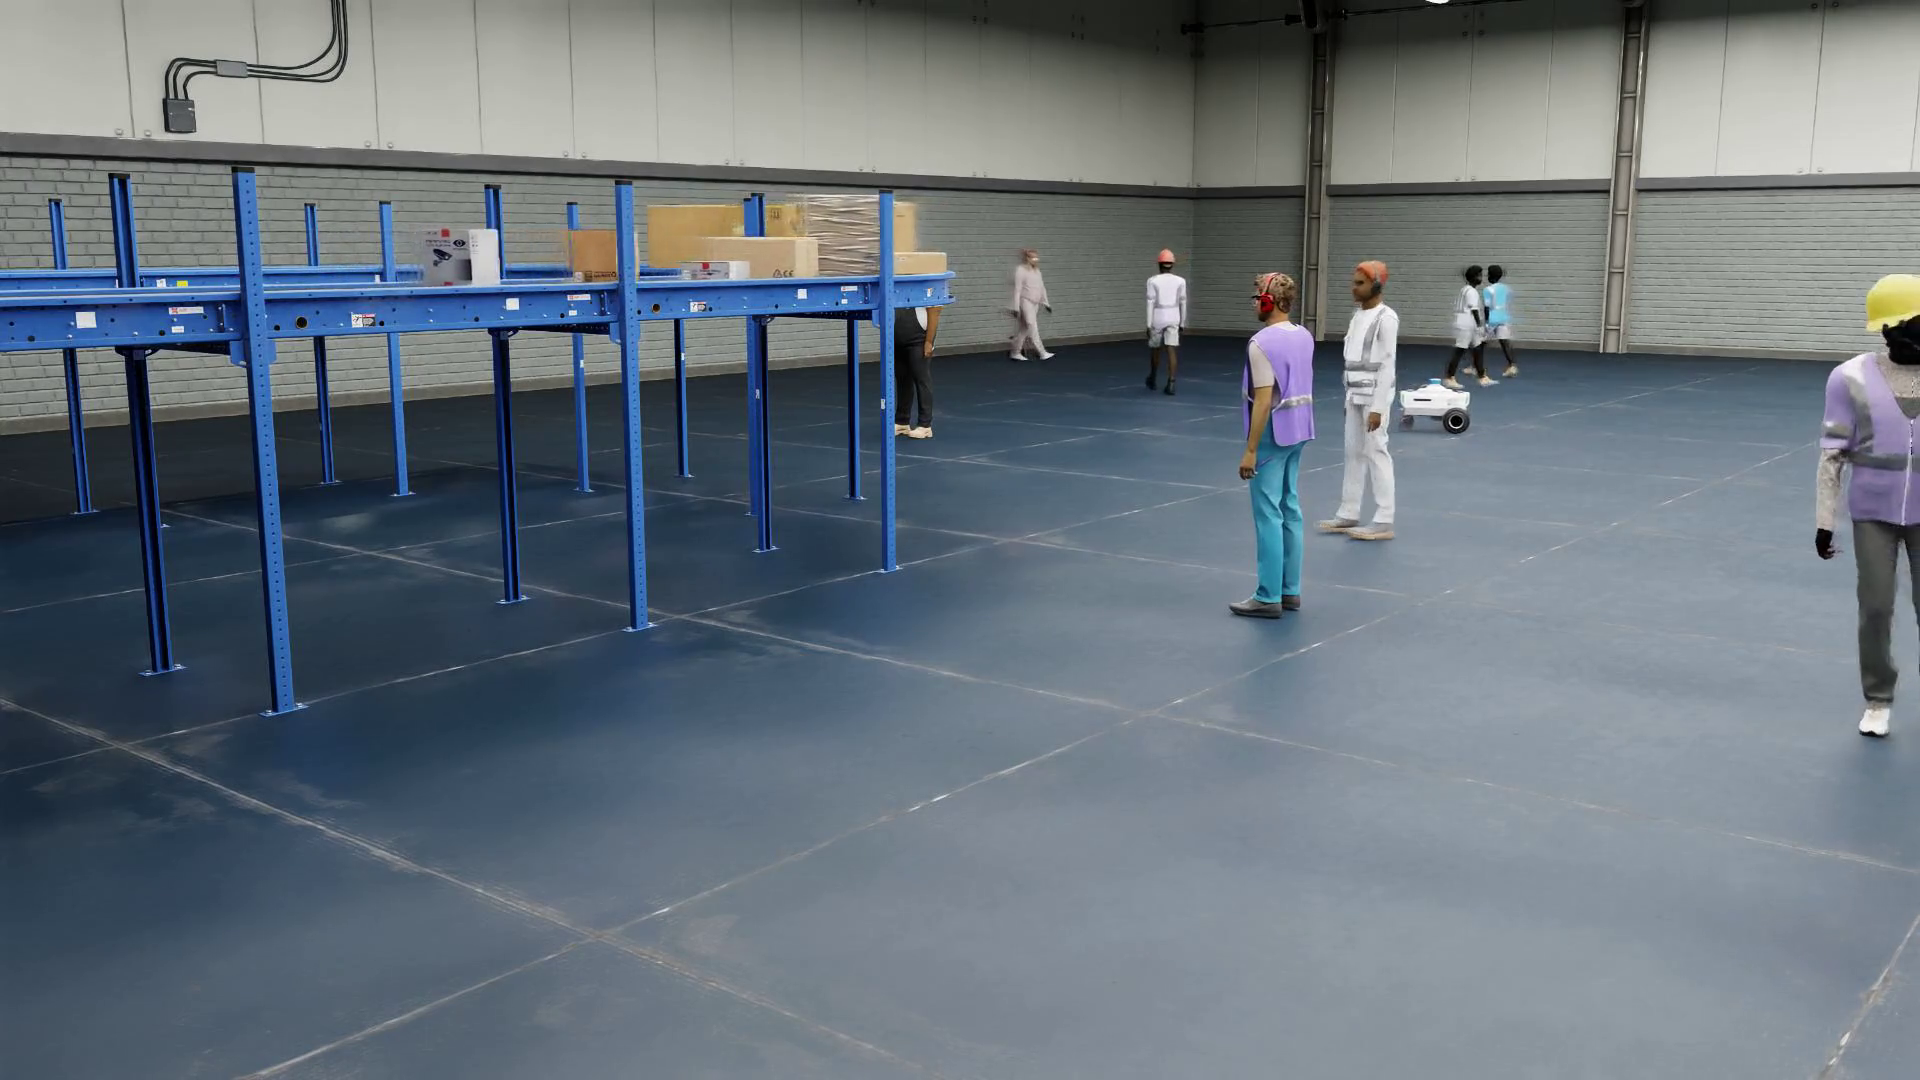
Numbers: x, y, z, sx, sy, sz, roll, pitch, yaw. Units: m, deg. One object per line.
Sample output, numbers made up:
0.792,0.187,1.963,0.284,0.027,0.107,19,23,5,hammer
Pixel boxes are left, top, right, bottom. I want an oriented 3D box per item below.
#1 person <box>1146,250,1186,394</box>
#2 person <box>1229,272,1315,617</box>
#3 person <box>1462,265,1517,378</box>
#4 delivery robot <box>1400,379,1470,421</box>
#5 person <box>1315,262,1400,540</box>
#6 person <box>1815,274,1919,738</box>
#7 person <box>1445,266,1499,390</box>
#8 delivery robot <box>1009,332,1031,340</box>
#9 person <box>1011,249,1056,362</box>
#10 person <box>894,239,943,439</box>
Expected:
2.732,-2.912,22.176,0.571,1.880,1.008,-1,10,-7,person
1.710,-0.514,8.984,0.374,1.843,0.575,8,13,37,person
7.914,-3.235,24.606,0.536,1.652,0.886,-5,12,-28,person
5.070,-1.478,17.764,0.707,0.478,0.477,3,11,16,delivery robot
2.749,-0.943,11.338,0.495,1.879,0.607,-2,10,-13,person
3.765,-0.118,6.678,0.607,1.880,0.523,5,11,26,person
6.993,-2.870,22.544,0.809,1.665,0.550,3,11,16,person
1.082,-3.586,28.726,0.335,0.223,0.698,-3,11,-18,delivery robot
1.223,-3.894,27.666,0.978,1.854,0.662,6,12,32,person
-0.531,-2.055,17.103,0.536,2.000,0.677,-9,14,-41,person
